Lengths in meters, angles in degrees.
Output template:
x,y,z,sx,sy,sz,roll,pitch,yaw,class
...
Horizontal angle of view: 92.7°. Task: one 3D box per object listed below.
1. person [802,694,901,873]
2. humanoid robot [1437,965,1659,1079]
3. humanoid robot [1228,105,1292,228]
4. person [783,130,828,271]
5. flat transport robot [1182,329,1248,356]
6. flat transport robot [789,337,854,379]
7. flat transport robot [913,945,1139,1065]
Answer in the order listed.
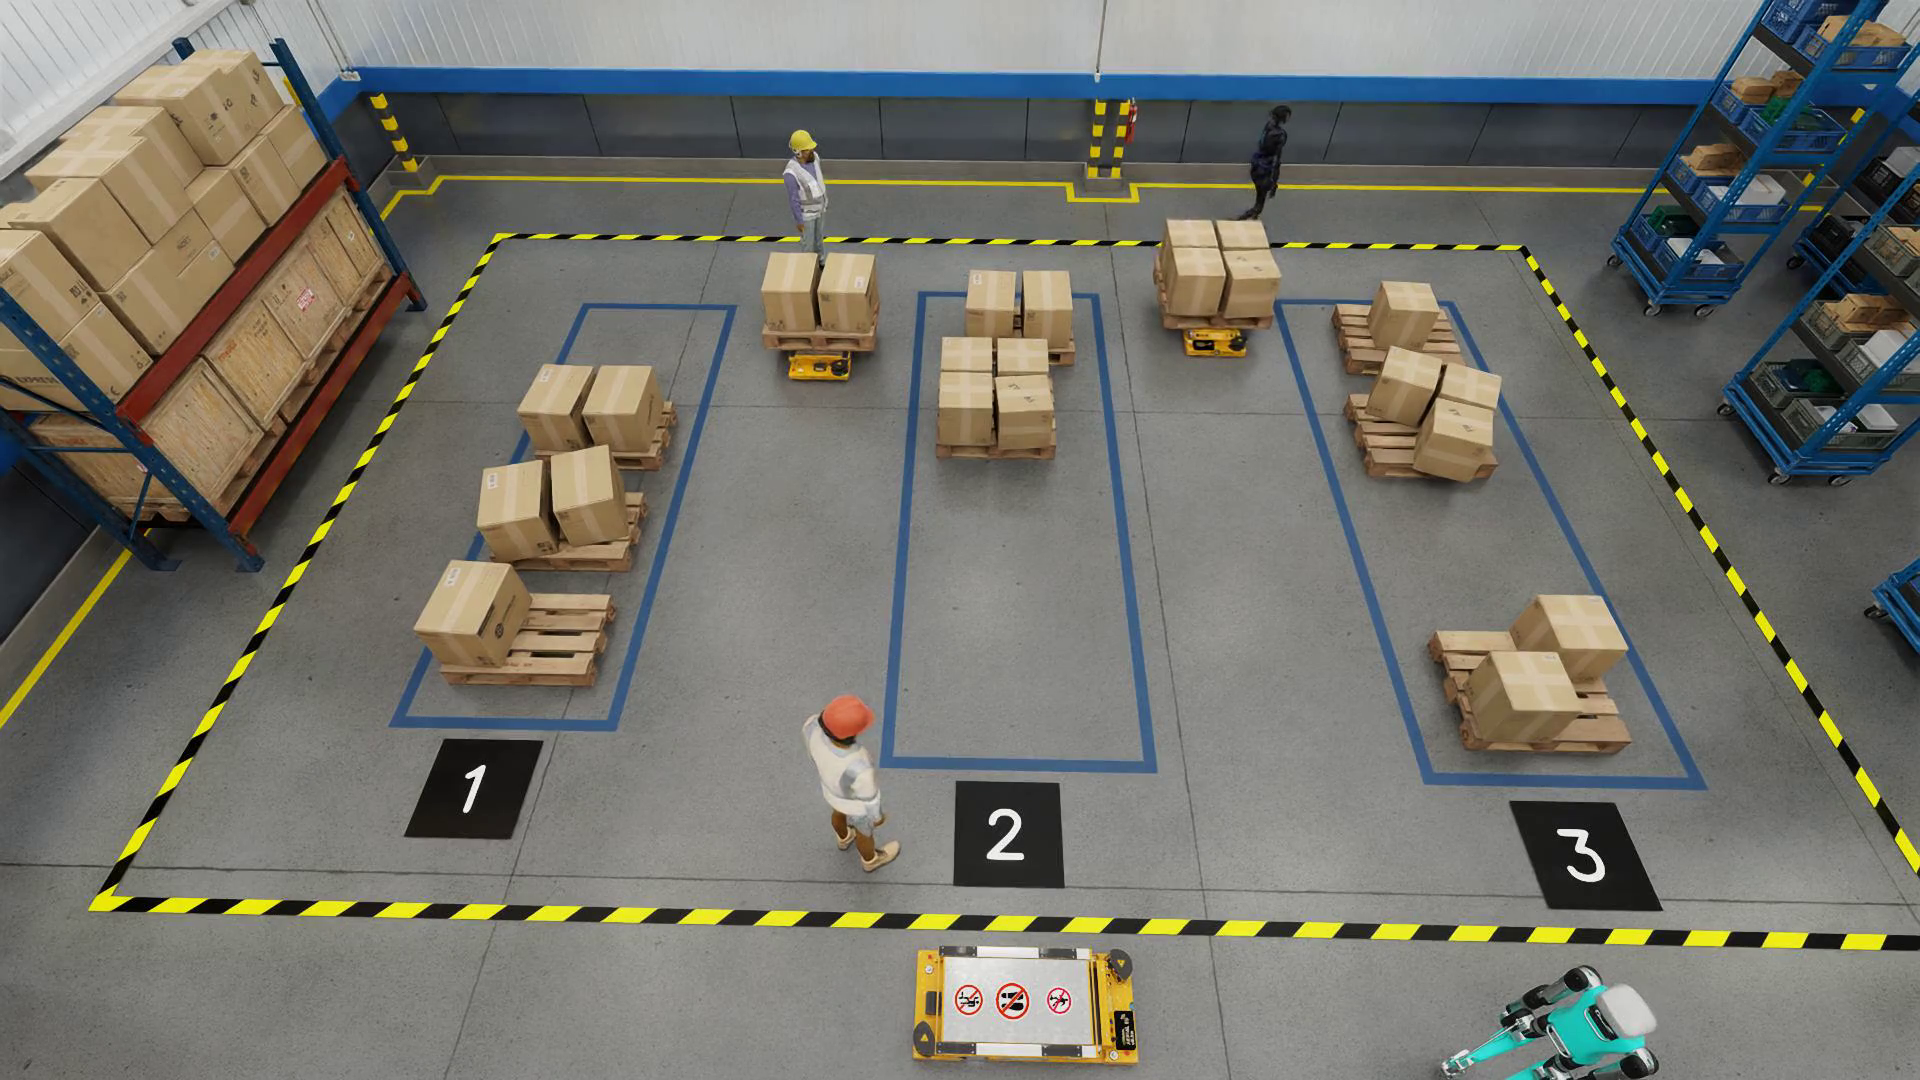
x,y,z,sx,sy,sz,roll,pitch,yaw,class
-0.702,1.613,6.036,0.607,2.031,0.405,38,60,27,person
3.098,2.885,5.102,0.735,1.673,0.533,-12,52,-10,humanoid robot
3.687,-4.555,11.301,0.574,1.642,0.601,-7,51,-6,humanoid robot
-1.722,-3.832,10.597,0.404,1.837,0.593,20,53,15,person
2.882,-2.667,10.642,0.652,0.197,1.431,1,51,1,flat transport robot
-1.527,-2.360,10.391,0.652,0.197,1.431,1,51,1,flat transport robot
0.422,3.041,6.007,1.431,0.231,0.659,1,51,1,flat transport robot
